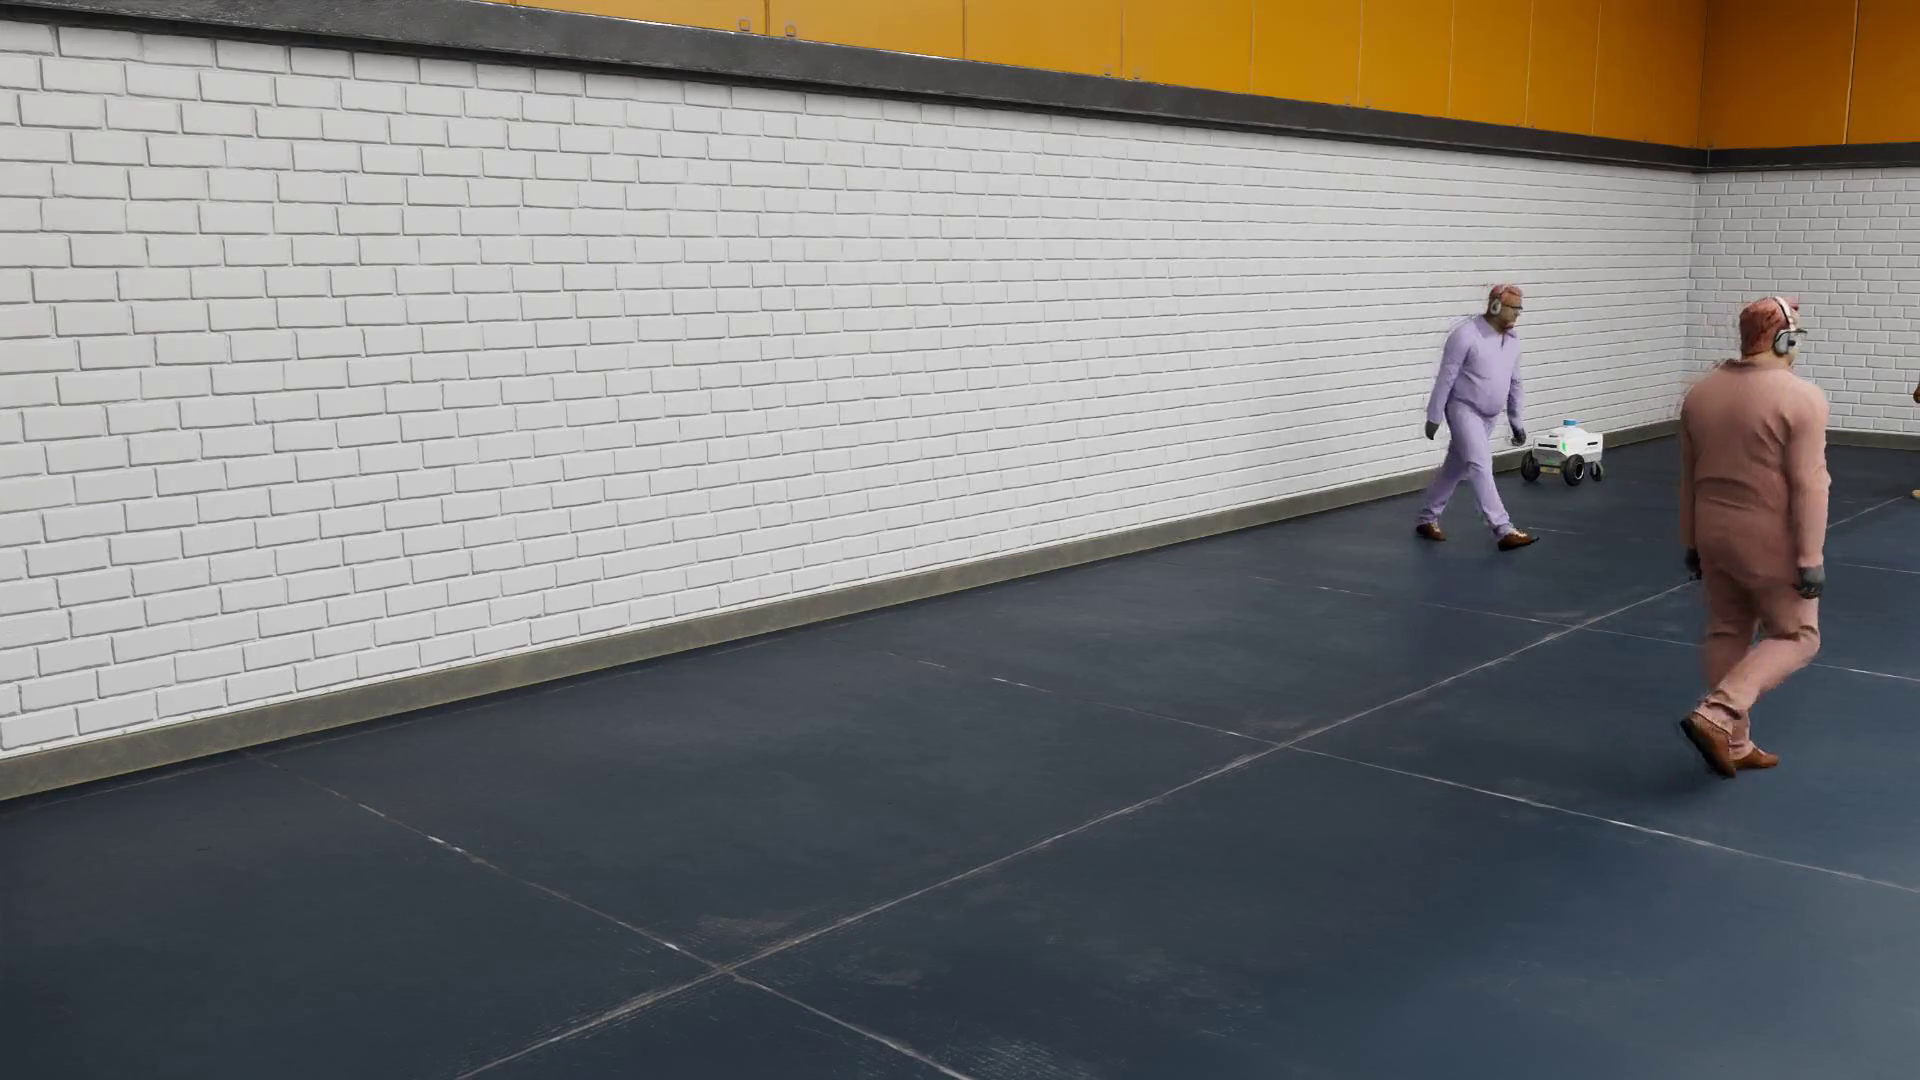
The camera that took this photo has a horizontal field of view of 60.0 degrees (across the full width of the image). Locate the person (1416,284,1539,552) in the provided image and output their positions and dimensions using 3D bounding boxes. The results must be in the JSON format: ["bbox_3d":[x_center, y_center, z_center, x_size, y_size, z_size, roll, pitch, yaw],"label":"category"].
[{"bbox_3d":[3.605,-0.846,11.535,0.650,1.823,1.067,-8,12,-37],"label":"person"}]

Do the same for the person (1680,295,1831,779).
[{"bbox_3d":[3.047,0.010,6.427,0.514,1.894,0.663,-4,11,-20],"label":"person"}]

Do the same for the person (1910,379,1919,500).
[{"bbox_3d":[8.112,-1.318,13.610,0.605,2.033,0.400,-1,10,-3],"label":"person"}]

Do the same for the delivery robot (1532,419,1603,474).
[{"bbox_3d":[5.409,-0.836,14.800,0.707,0.478,0.477,-9,13,-41],"label":"delivery robot"}]
